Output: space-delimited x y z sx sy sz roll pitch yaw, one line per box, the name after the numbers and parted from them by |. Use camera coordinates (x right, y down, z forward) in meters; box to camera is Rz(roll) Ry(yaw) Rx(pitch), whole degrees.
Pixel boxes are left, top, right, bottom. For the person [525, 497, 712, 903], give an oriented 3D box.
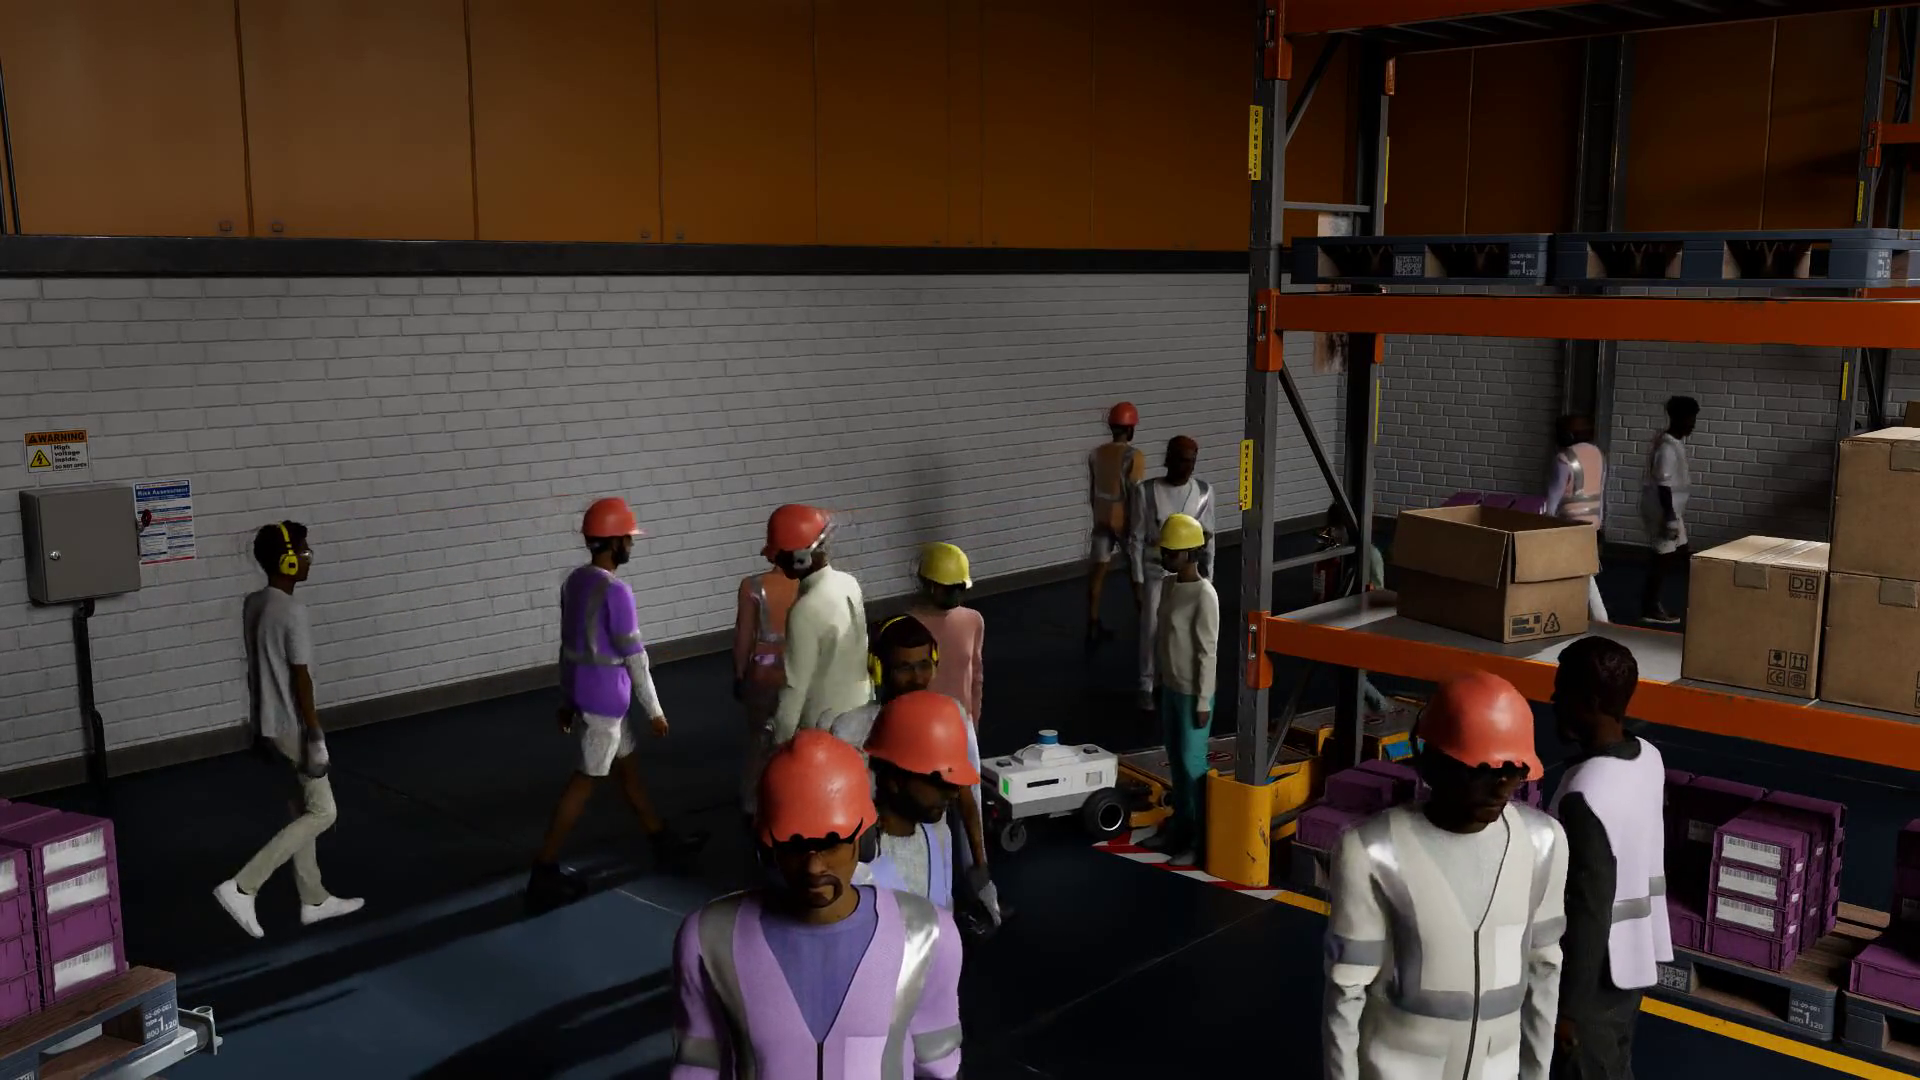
-1.657 0.737 7.888 1.024 1.878 0.570 -6 11 -34 | person

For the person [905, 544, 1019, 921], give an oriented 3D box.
-0.069 0.877 7.499 0.528 1.726 0.840 -5 10 -28 | person

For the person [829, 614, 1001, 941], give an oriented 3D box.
-0.120 1.161 5.431 0.514 1.841 0.827 -6 11 -31 | person

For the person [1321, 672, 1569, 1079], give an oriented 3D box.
1.164 1.289 4.066 0.621 2.023 0.539 -2 9 -10 | person

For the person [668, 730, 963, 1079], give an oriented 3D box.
-0.288 1.382 3.426 0.605 2.045 0.379 -1 9 -8 | person

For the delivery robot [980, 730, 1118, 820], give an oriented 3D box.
0.455 1.229 8.633 0.707 0.478 0.477 -5 10 -26 | delivery robot

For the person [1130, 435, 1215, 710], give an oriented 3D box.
1.406 0.232 11.053 0.571 1.862 0.480 -1 9 -9 | person

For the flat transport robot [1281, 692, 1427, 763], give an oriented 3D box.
2.526 1.172 10.136 1.431 0.197 0.652 -7 11 -36 | flat transport robot

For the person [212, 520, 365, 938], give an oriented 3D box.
-2.986 0.840 7.323 0.612 1.858 0.528 -9 13 -44 | person

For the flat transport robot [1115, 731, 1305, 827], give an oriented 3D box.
1.359 1.311 9.284 1.431 0.197 0.652 -5 11 -29 | flat transport robot

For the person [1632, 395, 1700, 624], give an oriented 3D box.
5.841 -0.240 13.716 0.427 1.931 0.686 5 10 26 | person

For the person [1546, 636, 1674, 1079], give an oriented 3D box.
1.838 1.224 4.783 0.371 1.916 0.597 6 11 34 | person

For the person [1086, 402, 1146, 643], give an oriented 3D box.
1.316 -0.153 13.301 0.569 1.888 0.957 8 12 40 | person

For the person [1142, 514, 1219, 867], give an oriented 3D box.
1.098 0.738 8.261 0.342 1.760 0.533 -3 10 -16 | person

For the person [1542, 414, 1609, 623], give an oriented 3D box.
4.944 -0.130 13.513 0.631 1.788 0.983 -7 12 -38 | person

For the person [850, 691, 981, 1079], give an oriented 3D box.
-0.185 1.319 4.214 0.471 1.908 0.577 6 11 32 | person

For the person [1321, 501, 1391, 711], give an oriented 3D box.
2.414 0.524 10.038 0.732 1.604 0.507 -5 10 -27 | person

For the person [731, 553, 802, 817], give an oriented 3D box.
-0.964 0.712 8.845 0.563 1.617 0.591 -3 10 -17 | person

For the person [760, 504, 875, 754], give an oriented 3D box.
-0.656 0.803 7.234 0.753 1.954 0.656 2 10 14 | person
